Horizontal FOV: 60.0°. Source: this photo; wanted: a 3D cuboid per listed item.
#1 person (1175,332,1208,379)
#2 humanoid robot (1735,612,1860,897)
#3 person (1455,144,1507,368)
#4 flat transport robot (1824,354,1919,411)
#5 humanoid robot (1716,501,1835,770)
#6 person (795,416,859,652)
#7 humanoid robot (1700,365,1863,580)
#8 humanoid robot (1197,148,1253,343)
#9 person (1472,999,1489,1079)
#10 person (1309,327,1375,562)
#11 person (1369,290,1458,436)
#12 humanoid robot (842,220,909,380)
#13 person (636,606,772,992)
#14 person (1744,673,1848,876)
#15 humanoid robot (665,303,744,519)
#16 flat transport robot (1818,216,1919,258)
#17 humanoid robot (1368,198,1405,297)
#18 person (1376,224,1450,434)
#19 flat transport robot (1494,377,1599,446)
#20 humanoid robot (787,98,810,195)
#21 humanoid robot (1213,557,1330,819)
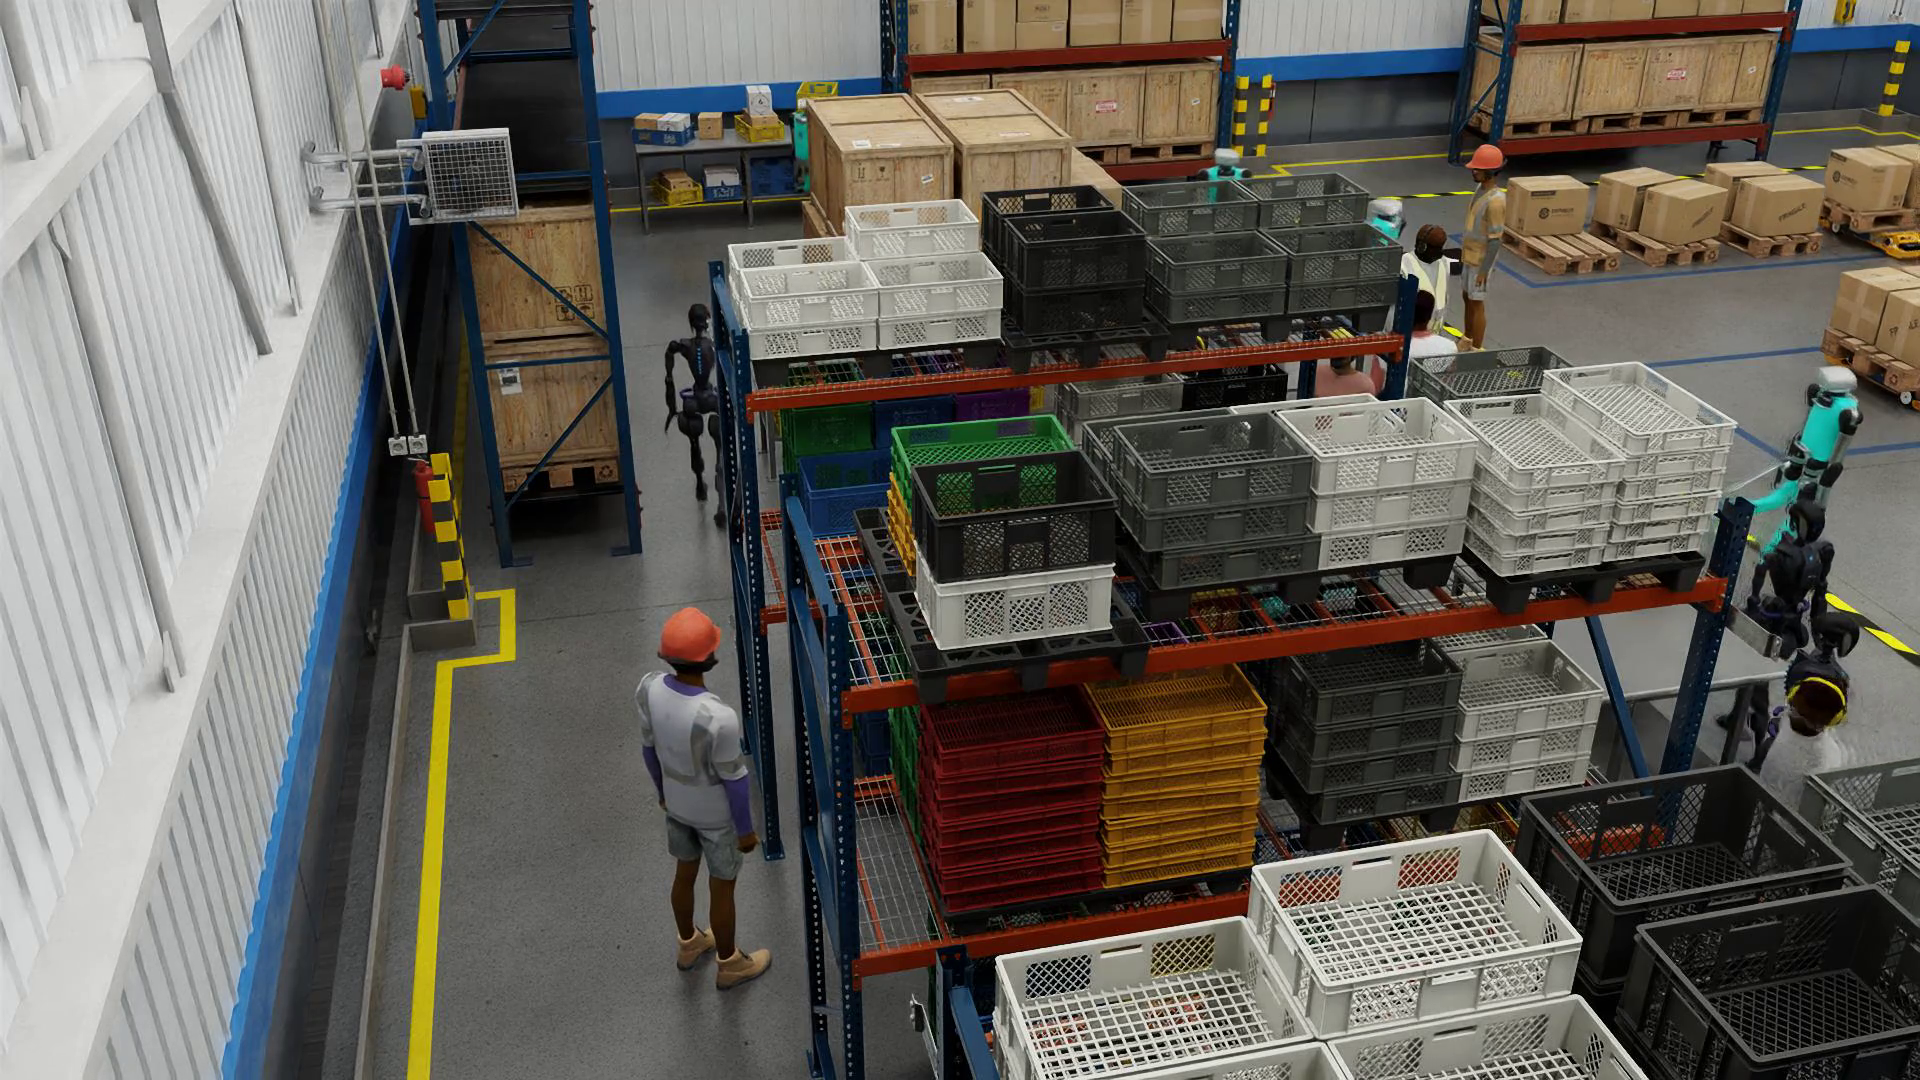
[{"bbox_3d":[1.530,-0.525,11.341,0.331,1.862,0.496,-23,35,-36],"label":"person"},{"bbox_3d":[4.243,1.093,8.449,0.315,1.655,0.599,15,31,26],"label":"humanoid robot"},{"bbox_3d":[4.631,-2.537,14.961,0.379,2.039,0.614,1,28,1],"label":"person"},{"bbox_3d":[8.473,-1.467,14.800,0.652,0.197,1.431,-6,28,-12],"label":"flat transport robot"},{"bbox_3d":[4.743,0.546,9.527,0.585,1.635,0.713,-9,29,-17],"label":"humanoid robot"},{"bbox_3d":[-0.824,-0.028,10.424,0.499,1.839,0.341,-22,35,-35],"label":"person"},{"bbox_3d":[5.378,-0.305,11.130,1.047,1.787,0.530,-1,28,-1],"label":"humanoid robot"},{"bbox_3d":[2.521,-2.707,15.627,0.544,1.771,0.959,-3,28,-6],"label":"humanoid robot"},{"bbox_3d":[1.997,2.188,6.353,0.882,1.701,0.496,-10,30,-19],"label":"person"},{"bbox_3d":[2.616,-0.667,11.704,0.522,1.768,0.308,21,34,34],"label":"person"},{"bbox_3d":[3.227,-0.885,12.019,0.596,1.853,0.967,10,29,17],"label":"person"},{"bbox_3d":[-0.656,-1.779,13.963,0.713,1.906,0.541,-11,30,-20],"label":"humanoid robot"},{"bbox_3d":[-1.194,1.219,7.834,0.613,2.042,0.386,19,33,32],"label":"person"},{"bbox_3d":[3.640,1.384,7.754,0.751,1.827,0.555,1,28,2],"label":"person"},{"bbox_3d":[-1.915,-0.958,12.404,0.608,1.642,0.748,-4,28,-7],"label":"humanoid robot"},{"bbox_3d":[10.315,-3.484,18.627,0.652,0.197,1.431,-6,28,-12],"label":"flat transport robot"},{"bbox_3d":[3.429,-2.136,14.555,0.659,1.811,0.561,24,36,38],"label":"humanoid robot"},{"bbox_3d":[3.713,-1.684,13.568,0.629,1.835,0.429,-15,31,-26],"label":"person"},{"bbox_3d":[4.780,-1.036,14.013,0.659,0.231,1.431,-6,28,-12],"label":"flat transport robot"},{"bbox_3d":[-1.435,-3.823,17.845,0.555,1.904,0.752,24,36,38],"label":"humanoid robot"},{"bbox_3d":[1.857,0.852,8.905,1.030,1.764,0.540,-6,28,-10],"label":"humanoid robot"}]
